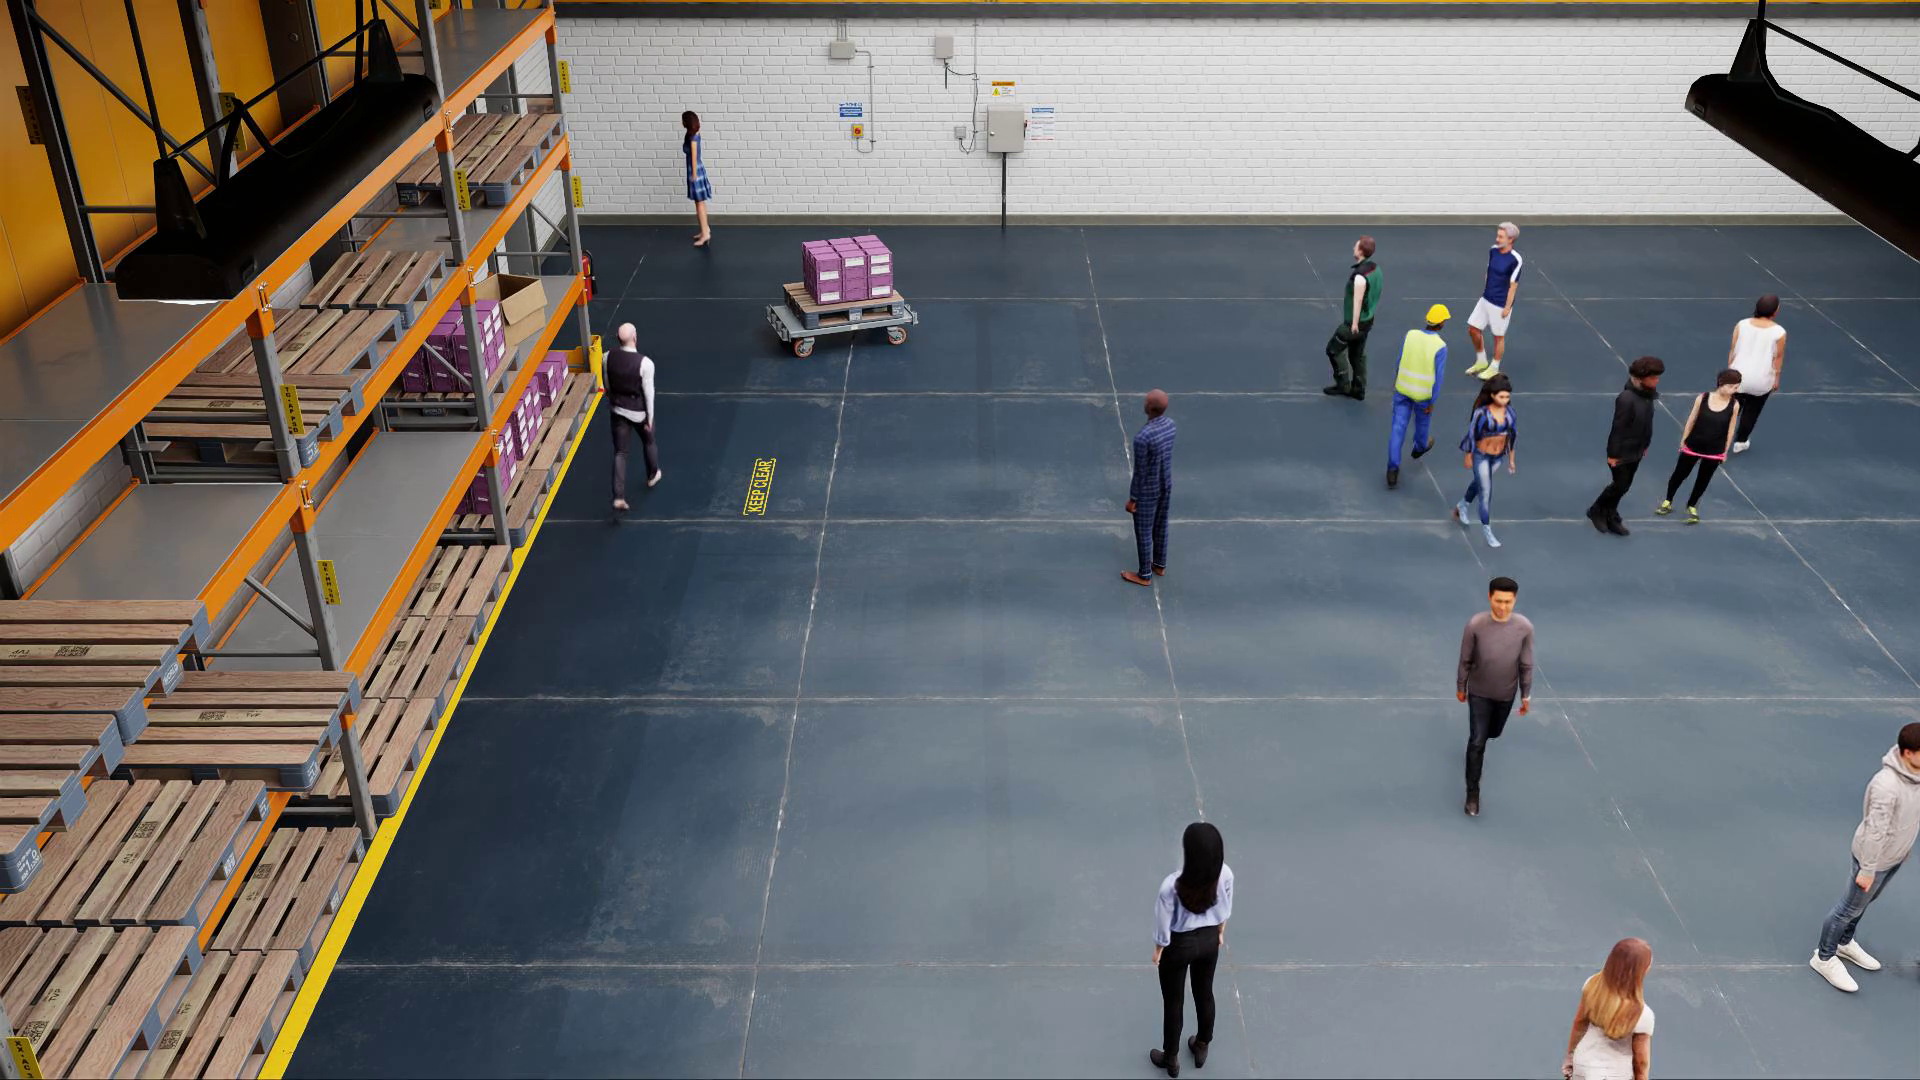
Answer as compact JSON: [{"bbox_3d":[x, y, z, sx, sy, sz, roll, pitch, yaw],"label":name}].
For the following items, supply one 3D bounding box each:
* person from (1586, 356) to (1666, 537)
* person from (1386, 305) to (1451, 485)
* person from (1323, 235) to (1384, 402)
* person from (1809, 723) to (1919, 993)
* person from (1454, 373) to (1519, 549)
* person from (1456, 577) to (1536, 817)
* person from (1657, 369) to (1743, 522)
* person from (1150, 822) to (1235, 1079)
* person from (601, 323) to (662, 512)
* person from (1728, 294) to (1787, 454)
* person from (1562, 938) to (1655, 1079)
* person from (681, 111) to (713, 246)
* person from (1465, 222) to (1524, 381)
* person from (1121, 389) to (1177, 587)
[{"bbox_3d":[6.016,-0.876,15.201,0.777,1.763,0.821,-19,34,-31],"label":"person"},{"bbox_3d":[4.380,-1.378,16.132,1.068,1.754,1.300,14,32,24],"label":"person"},{"bbox_3d":[4.328,-2.349,17.833,0.869,1.831,0.792,18,33,30],"label":"person"},{"bbox_3d":[5.566,1.872,10.072,0.759,1.852,0.789,-21,35,-33],"label":"person"},{"bbox_3d":[4.785,-0.763,15.198,0.793,1.569,1.104,-7,29,-12],"label":"person"},{"bbox_3d":[3.764,1.020,11.751,1.135,1.740,0.773,0,29,0],"label":"person"},{"bbox_3d":[6.908,-0.891,15.473,0.714,1.531,0.672,19,34,31],"label":"person"},{"bbox_3d":[1.298,2.308,9.388,0.724,1.742,0.697,-11,31,-19],"label":"person"},{"bbox_3d":[-3.133,-1.113,15.630,0.772,1.771,1.292,3,29,5],"label":"person"},{"bbox_3d":[7.942,-1.653,16.718,0.868,1.675,0.798,-20,34,-32],"label":"person"},{"bbox_3d":[3.258,2.788,8.591,0.922,1.661,1.126,-11,30,-19],"label":"person"},{"bbox_3d":[-3.596,-4.919,22.575,0.761,1.802,0.552,-4,29,-7],"label":"person"},{"bbox_3d":[6.002,-2.650,18.388,0.827,1.827,0.726,-15,32,-26],"label":"person"},{"bbox_3d":[1.667,-0.470,14.400,0.817,1.819,0.751,24,37,37],"label":"person"}]
